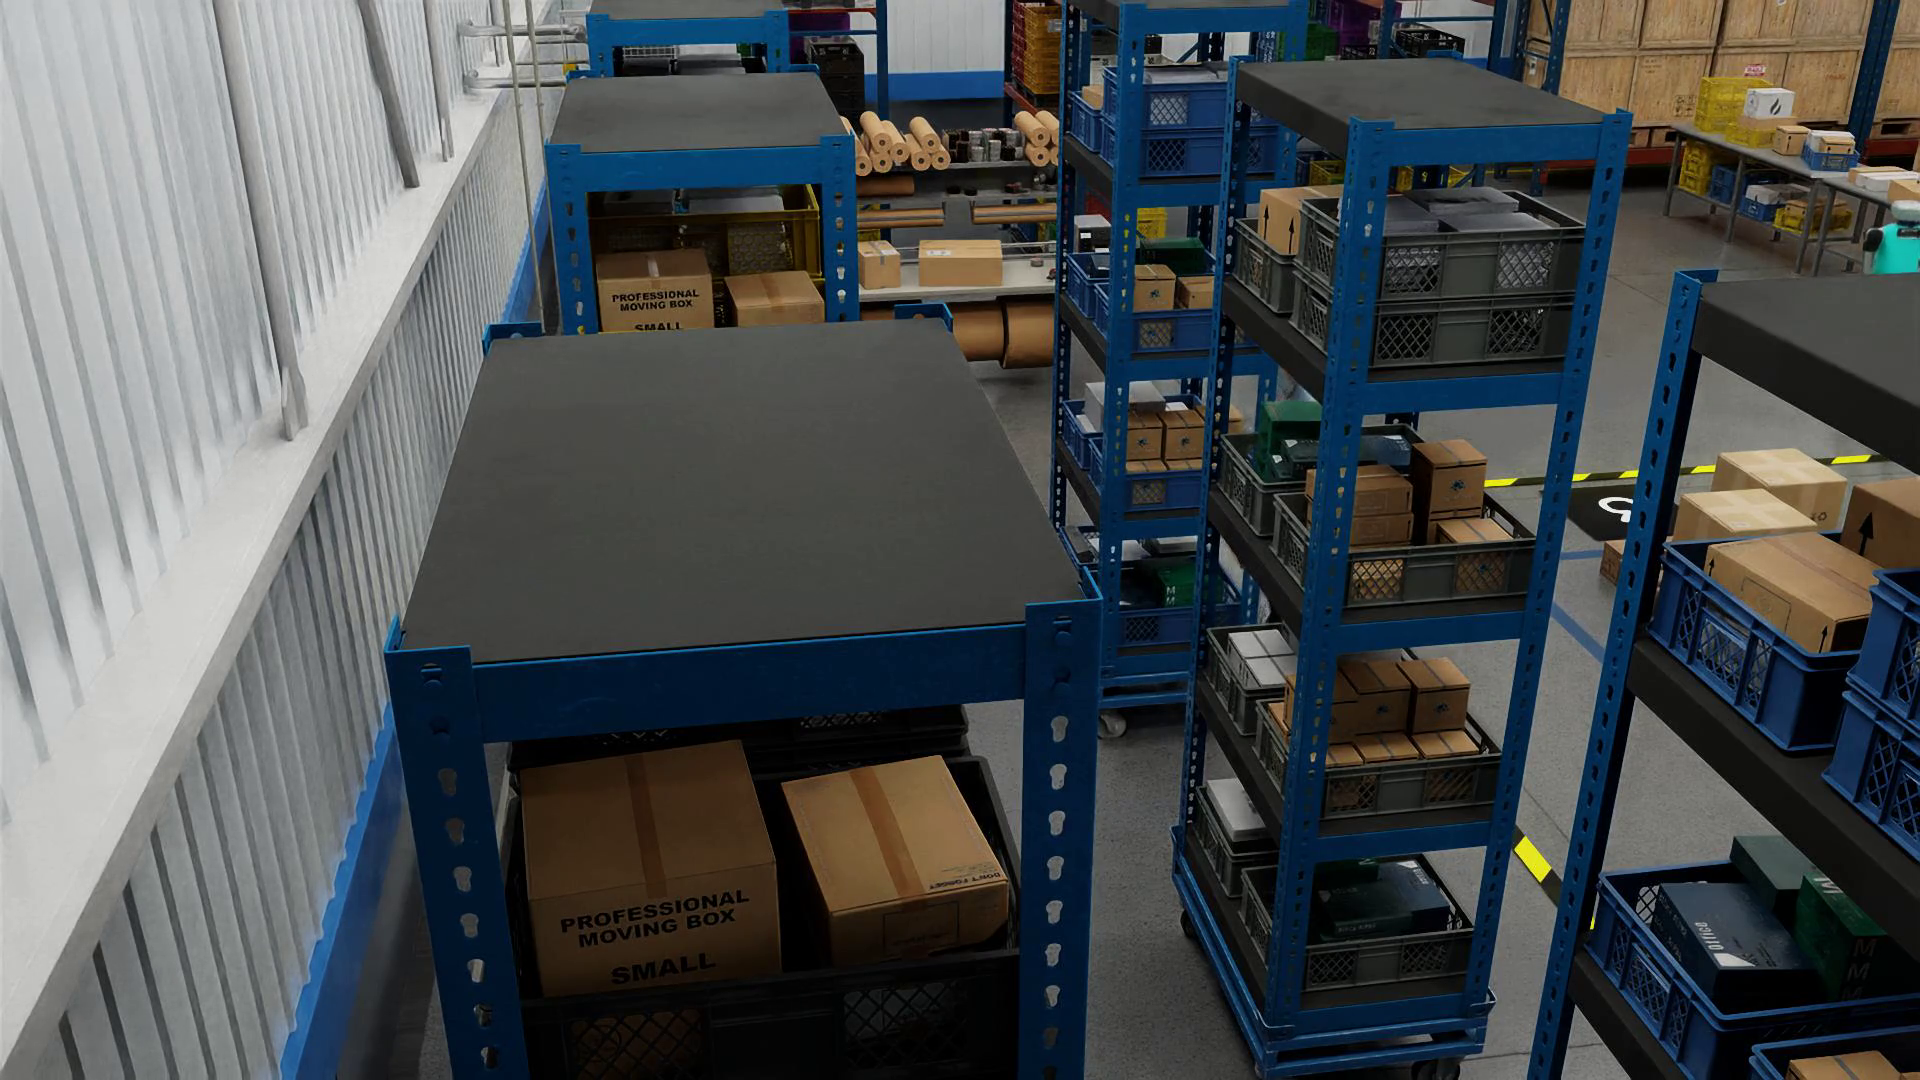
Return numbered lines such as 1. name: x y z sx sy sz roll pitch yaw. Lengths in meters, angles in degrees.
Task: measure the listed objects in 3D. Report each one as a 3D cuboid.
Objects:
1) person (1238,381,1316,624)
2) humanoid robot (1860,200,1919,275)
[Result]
1. person: 1.694 -0.021 8.498 0.588 1.819 0.856 -2 25 -4
2. humanoid robot: 6.636 -1.489 11.768 0.544 1.728 1.001 0 25 1
